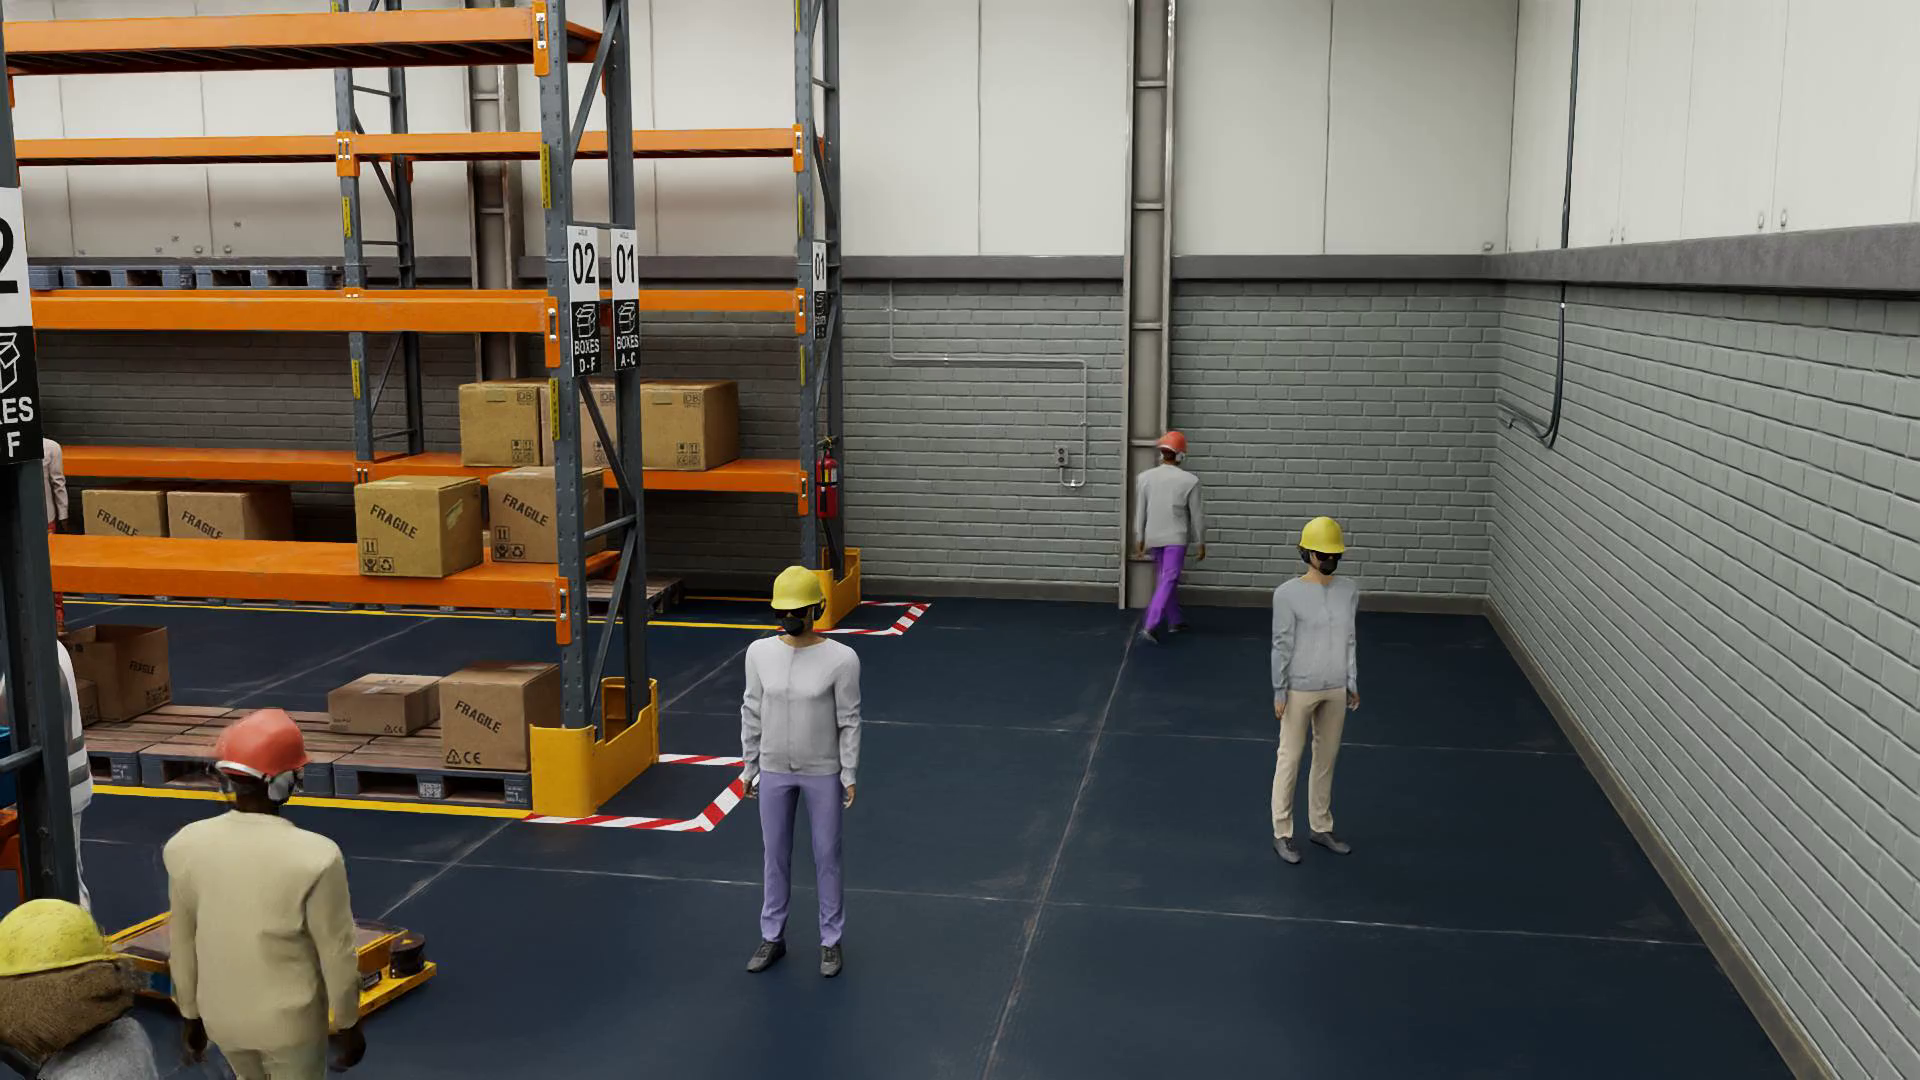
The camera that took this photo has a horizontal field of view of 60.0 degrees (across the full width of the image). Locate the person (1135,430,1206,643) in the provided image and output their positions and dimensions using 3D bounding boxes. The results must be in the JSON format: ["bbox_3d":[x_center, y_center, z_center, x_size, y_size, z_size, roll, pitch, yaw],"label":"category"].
[{"bbox_3d":[1.696,-0.036,13.529,0.577,1.713,0.885,7,11,36],"label":"person"}]

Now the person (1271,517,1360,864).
[{"bbox_3d":[1.816,0.754,8.455,0.533,1.767,0.312,-4,10,-26],"label":"person"}]

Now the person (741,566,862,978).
[{"bbox_3d":[-0.678,0.979,7.057,0.524,1.770,0.315,2,9,11],"label":"person"}]

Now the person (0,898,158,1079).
[{"bbox_3d":[-1.794,1.586,3.498,0.562,1.698,0.494,-3,10,-20],"label":"person"}]

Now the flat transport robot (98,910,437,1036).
[{"bbox_3d":[-2.976,1.744,6.937,1.431,0.197,0.652,4,10,22],"label":"flat transport robot"}]

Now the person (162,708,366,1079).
[{"bbox_3d":[-2.000,1.352,4.828,0.567,1.740,0.402,3,10,18],"label":"person"}]

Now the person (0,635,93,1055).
[{"bbox_3d":[-3.536,1.027,6.401,0.361,1.883,0.574,-5,10,-26],"label":"person"}]
